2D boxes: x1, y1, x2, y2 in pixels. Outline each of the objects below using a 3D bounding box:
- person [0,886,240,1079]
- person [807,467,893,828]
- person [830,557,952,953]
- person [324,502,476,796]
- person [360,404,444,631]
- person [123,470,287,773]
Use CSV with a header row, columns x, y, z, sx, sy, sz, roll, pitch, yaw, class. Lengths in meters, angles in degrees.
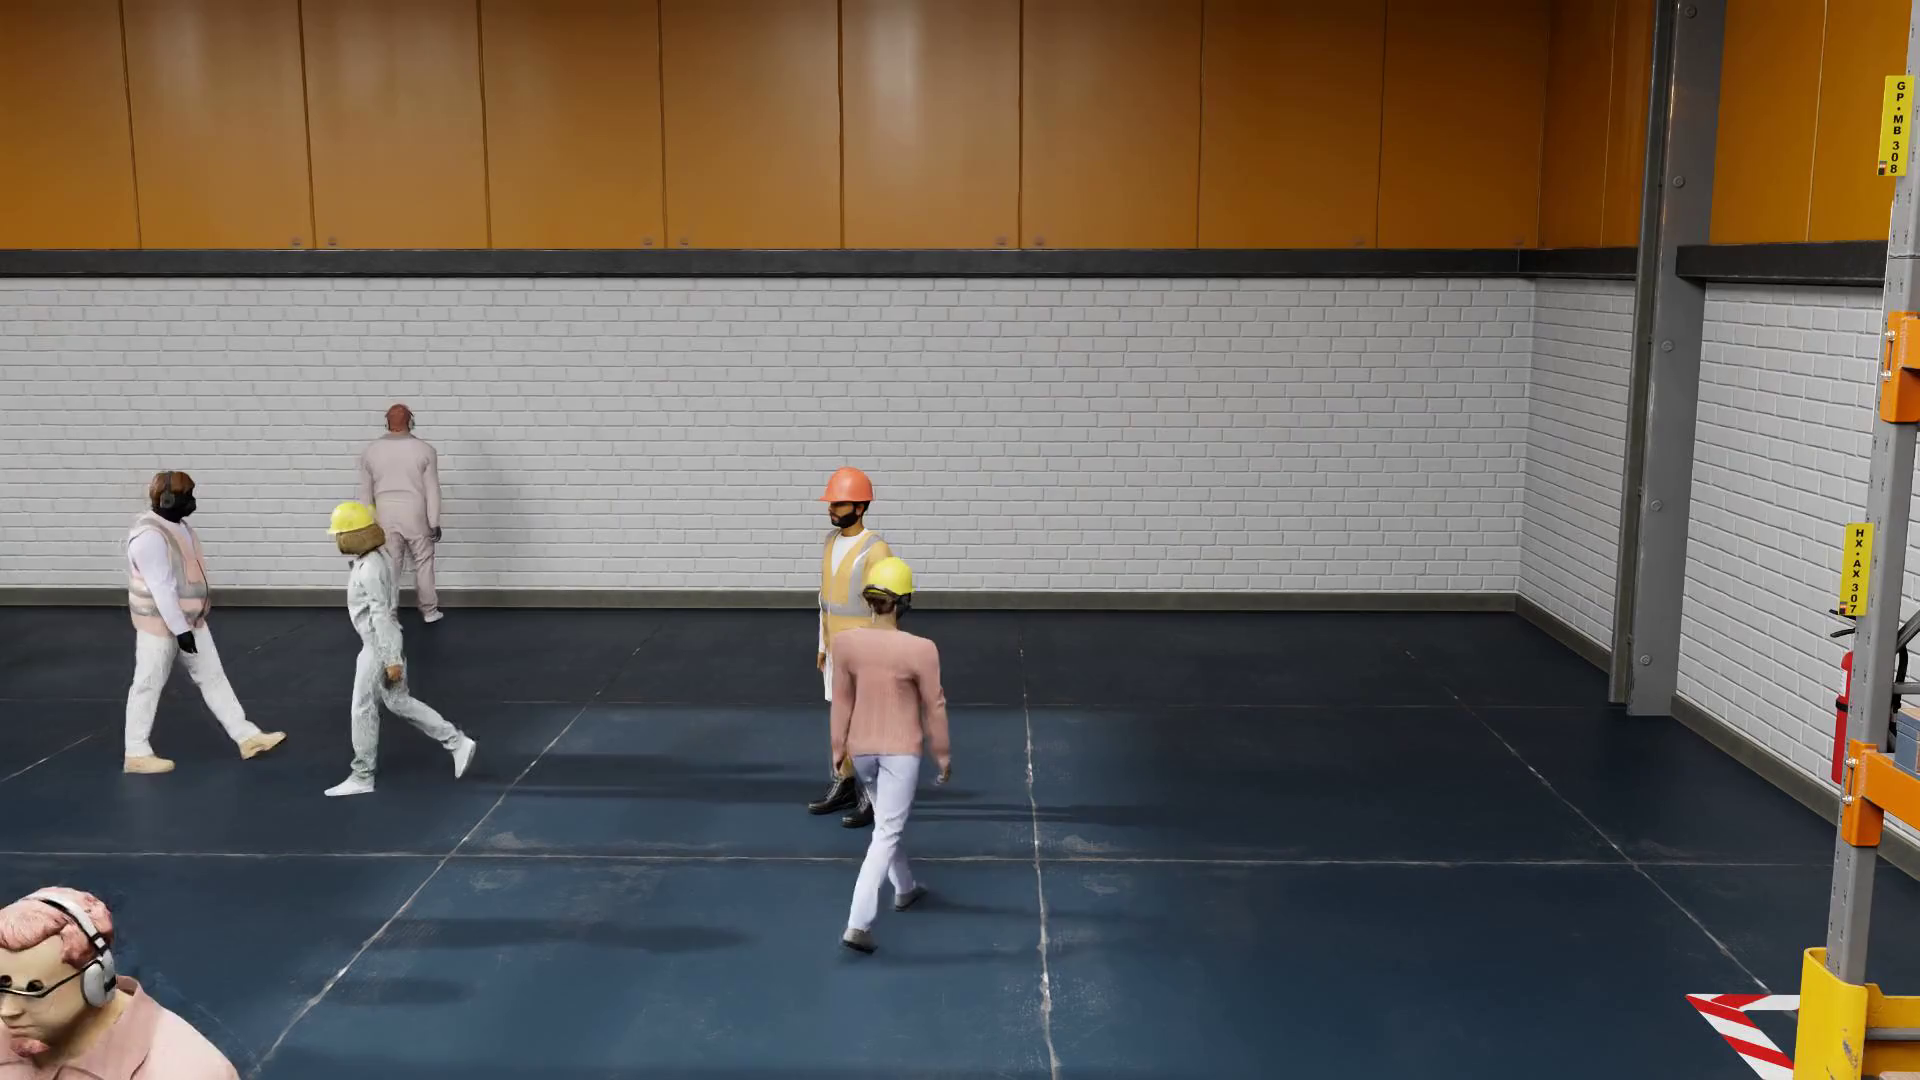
x,y,z,sx,sy,sz,roll,pitch,yaw,class
-1.693,1.560,3.336,0.651,1.850,1.018,3,10,16,person
-0.592,0.570,8.957,0.350,1.942,0.545,-8,13,-41,person
-0.331,0.934,7.430,0.540,1.722,0.908,5,11,26,person
-3.209,0.610,9.443,0.783,1.702,0.508,-3,10,-17,person
-4.570,-0.184,13.675,0.662,1.878,0.817,0,9,0,person
-4.554,0.493,9.847,0.953,1.796,0.633,0,9,-2,person
